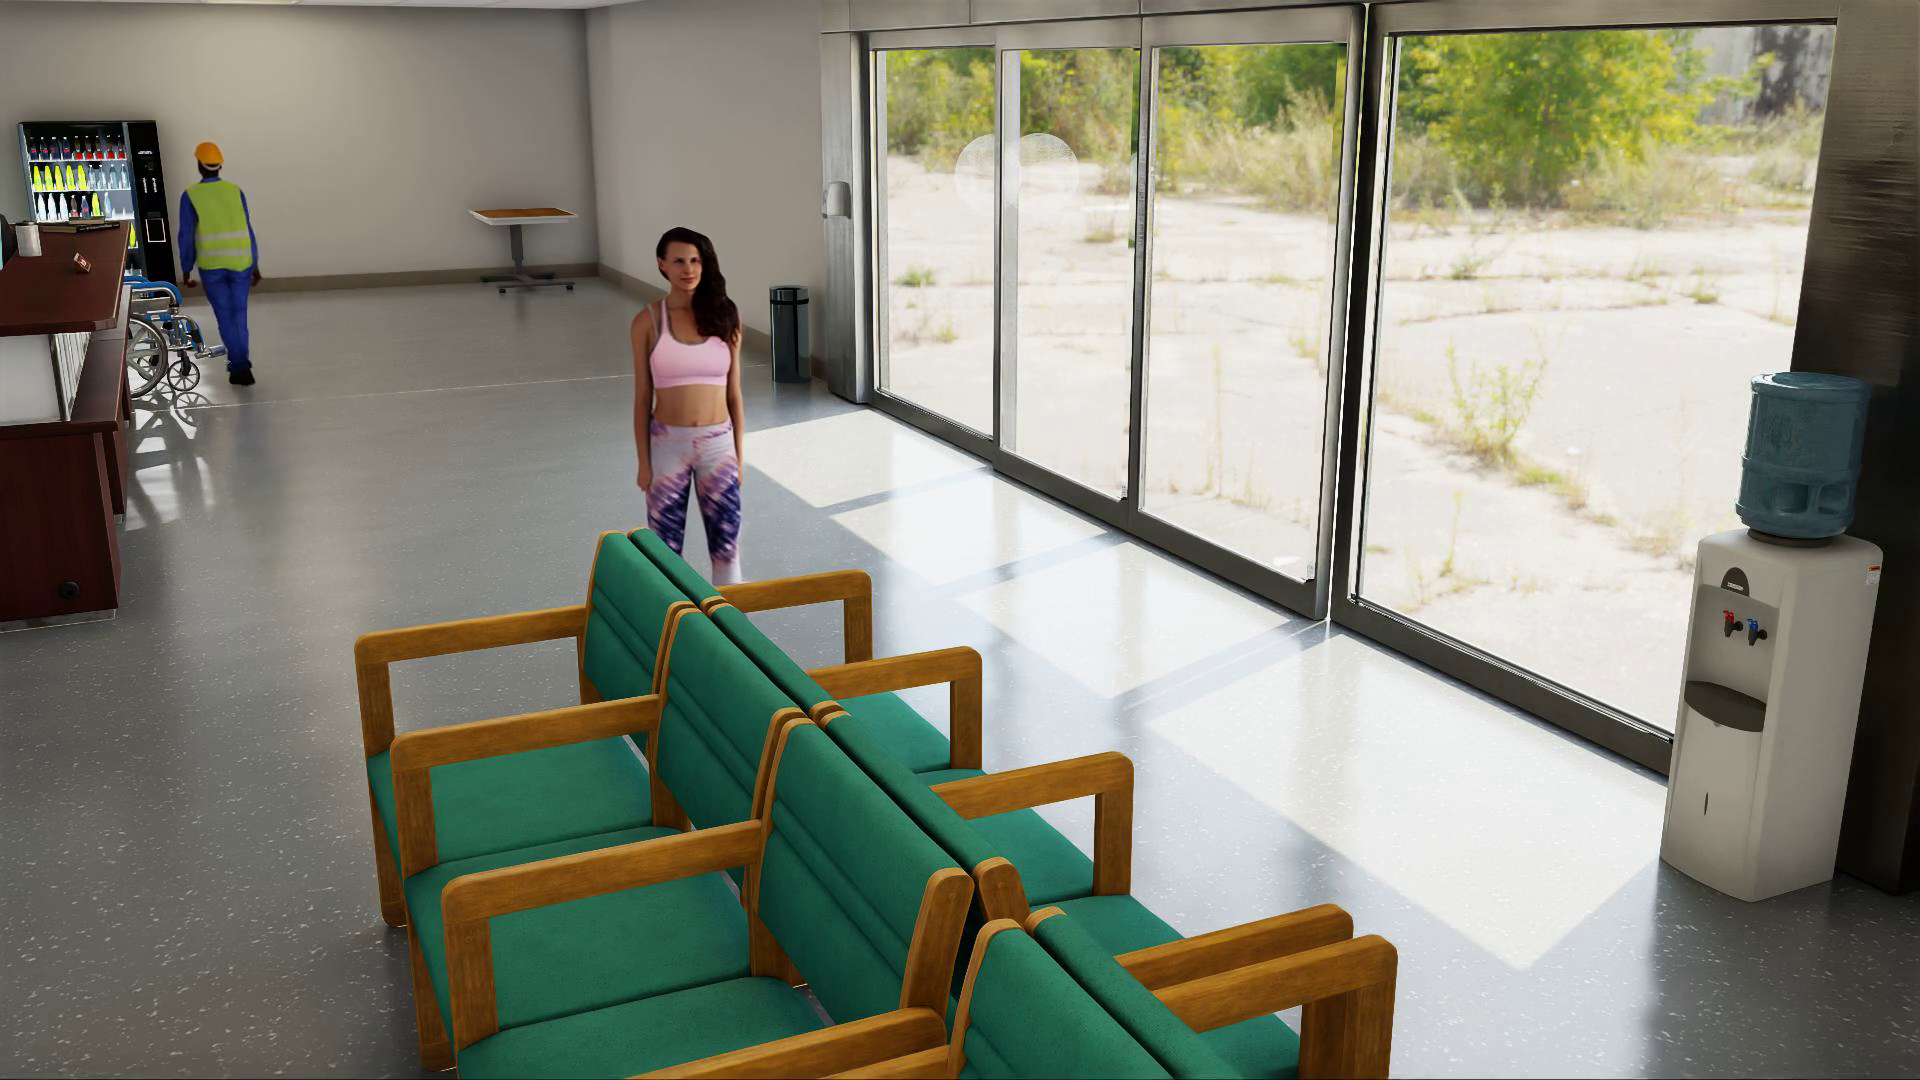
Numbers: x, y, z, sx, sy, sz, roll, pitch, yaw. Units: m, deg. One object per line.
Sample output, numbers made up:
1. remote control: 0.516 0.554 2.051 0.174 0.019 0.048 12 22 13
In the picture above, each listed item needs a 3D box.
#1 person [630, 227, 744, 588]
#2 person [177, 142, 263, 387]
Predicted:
1. person: -1.024 -0.306 6.356 0.472 1.768 0.650 -6 17 -19
2. person: -5.498 -2.048 12.479 0.907 1.799 0.901 -14 21 -42
